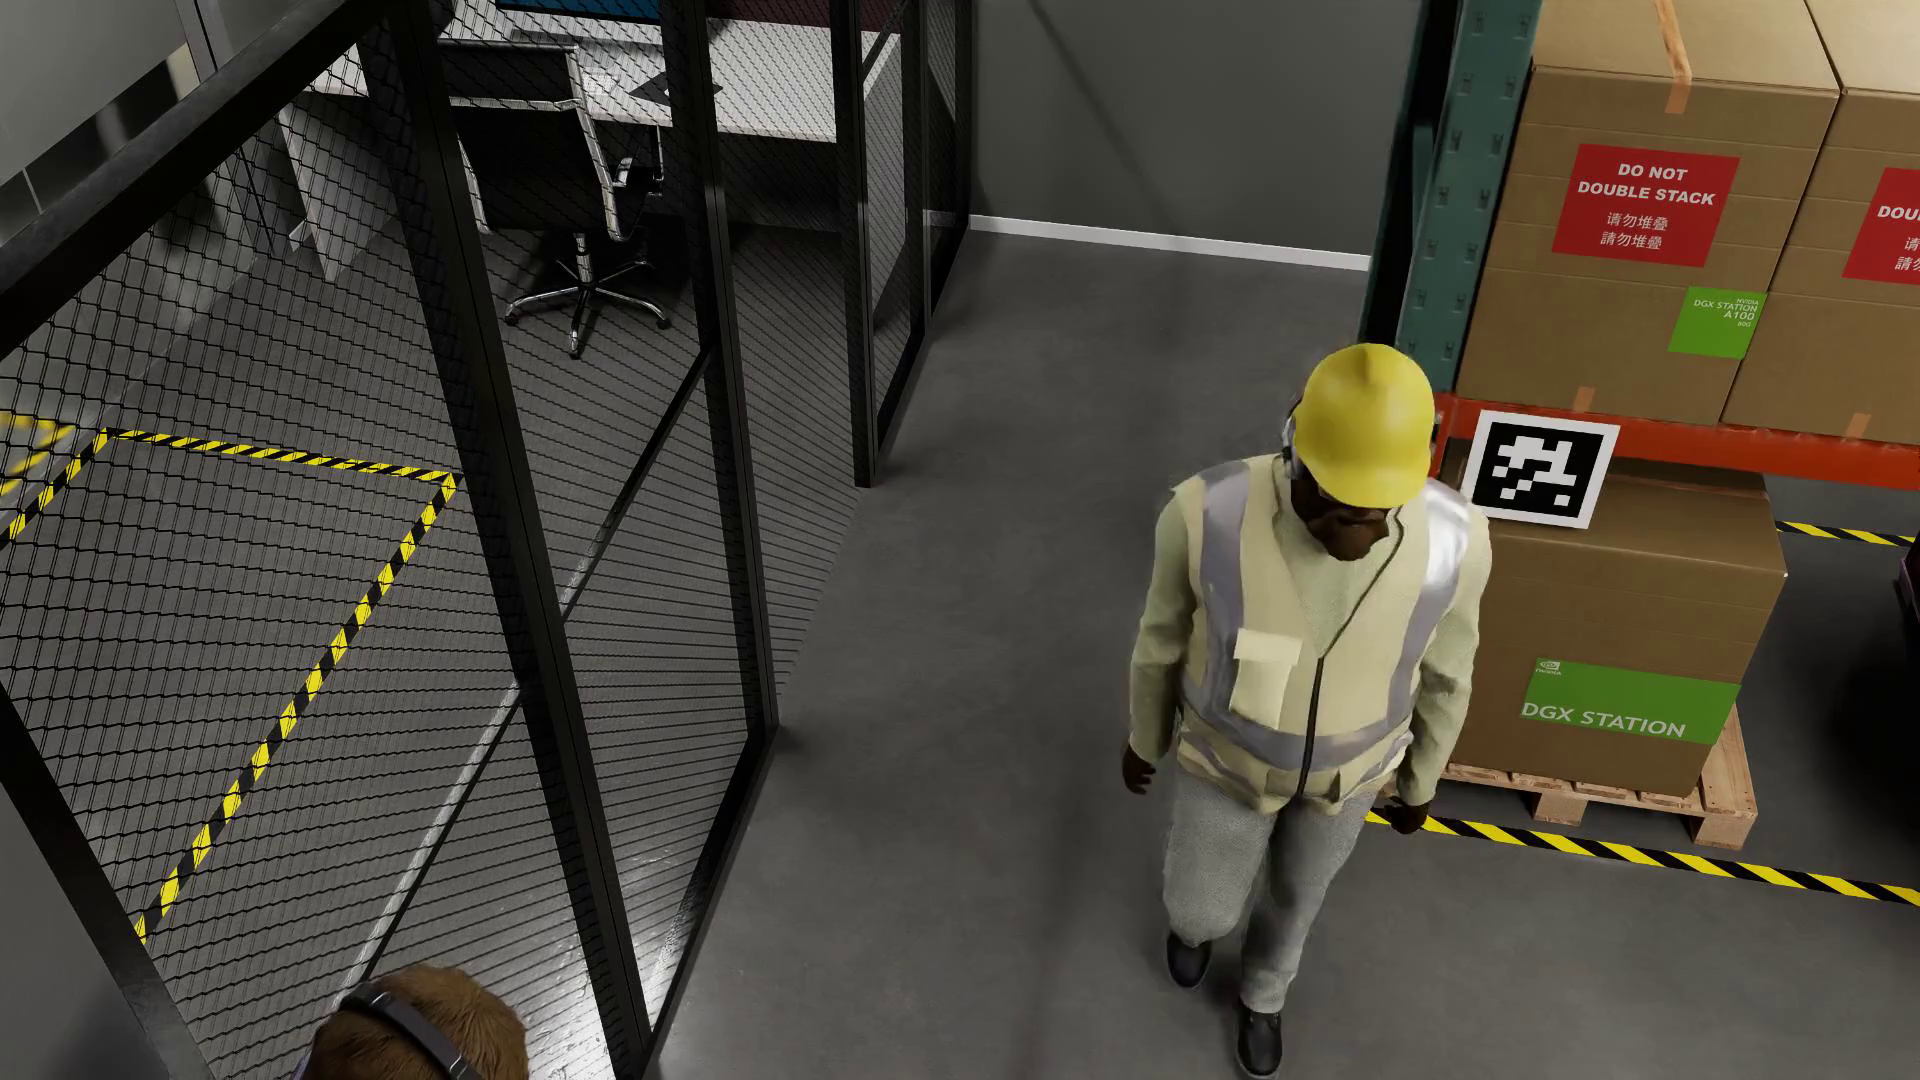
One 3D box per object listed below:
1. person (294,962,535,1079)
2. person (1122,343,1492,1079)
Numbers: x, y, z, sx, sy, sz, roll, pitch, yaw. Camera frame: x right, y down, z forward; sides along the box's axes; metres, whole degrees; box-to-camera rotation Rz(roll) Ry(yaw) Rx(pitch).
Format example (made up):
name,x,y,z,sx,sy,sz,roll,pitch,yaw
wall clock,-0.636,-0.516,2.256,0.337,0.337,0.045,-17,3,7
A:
name,x,y,z,sx,sy,sz,roll,pitch,yaw
person,-0.517,1.156,2.167,0.627,1.940,0.370,19,45,21
person,0.623,0.388,3.139,0.619,1.818,0.421,2,41,2
